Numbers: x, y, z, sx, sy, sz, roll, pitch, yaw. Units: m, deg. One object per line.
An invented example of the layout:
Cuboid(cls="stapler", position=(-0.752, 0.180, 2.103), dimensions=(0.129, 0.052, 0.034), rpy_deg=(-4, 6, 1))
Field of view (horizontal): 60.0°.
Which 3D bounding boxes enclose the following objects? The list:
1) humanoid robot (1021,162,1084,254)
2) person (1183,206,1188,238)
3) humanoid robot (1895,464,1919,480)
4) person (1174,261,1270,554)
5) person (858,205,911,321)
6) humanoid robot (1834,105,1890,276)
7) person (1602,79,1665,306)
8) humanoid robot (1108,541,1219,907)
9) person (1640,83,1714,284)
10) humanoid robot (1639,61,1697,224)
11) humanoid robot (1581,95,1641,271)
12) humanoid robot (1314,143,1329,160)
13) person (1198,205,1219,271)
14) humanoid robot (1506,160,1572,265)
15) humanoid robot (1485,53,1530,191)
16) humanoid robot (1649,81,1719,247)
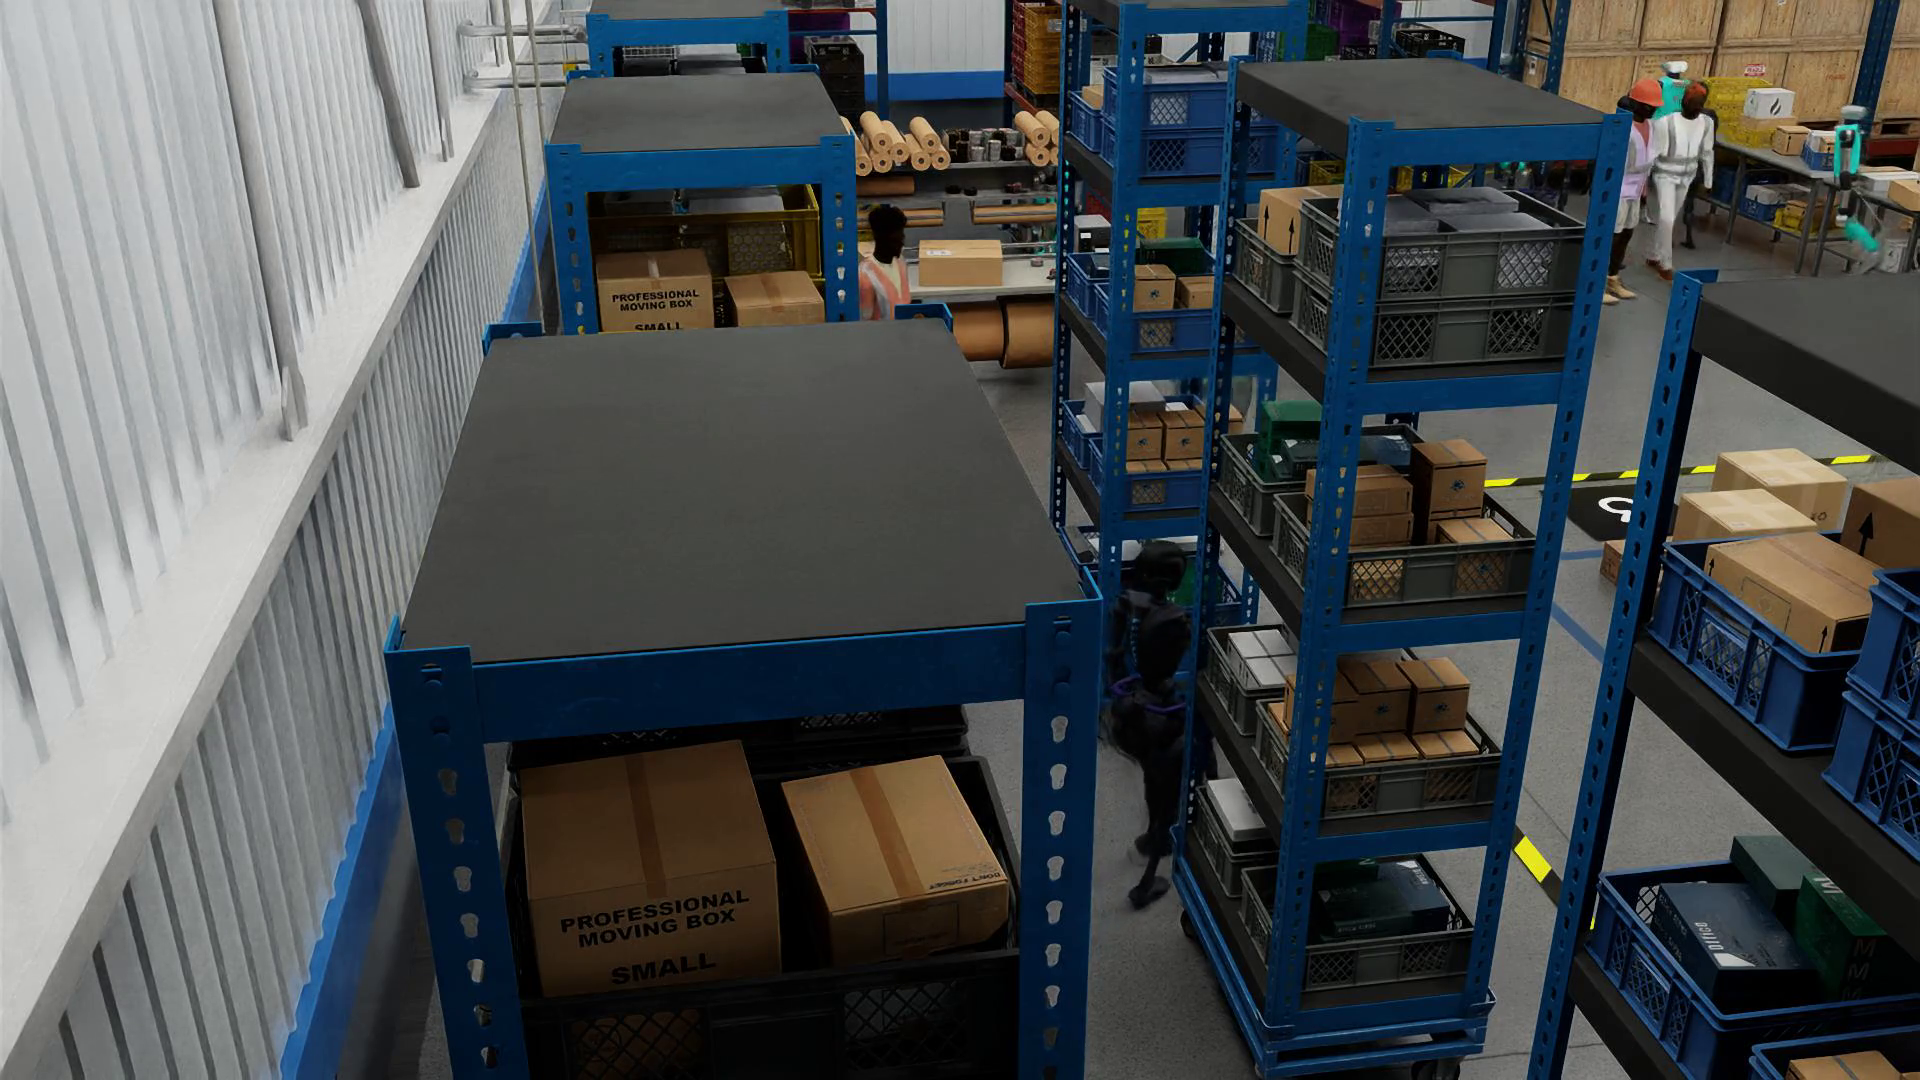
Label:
Cuboid(cls="humanoid robot", position=(0.710, -2.512, 14.035), dimensions=(0.541, 1.805, 0.808), rpy_deg=(-7, 26, -14))
Cuboid(cls="person", position=(2.391, -3.557, 16.158), dimensions=(0.589, 1.833, 0.404), rpy_deg=(7, 26, 14))
Cuboid(cls="humanoid robot", position=(6.431, -1.147, 10.873), dimensions=(0.736, 1.678, 0.533), rpy_deg=(-11, 27, -22))
Cuboid(cls="person", position=(1.634, -0.840, 10.291), dimensions=(0.597, 1.797, 0.966), rpy_deg=(-2, 25, -4))
Cuboid(cls="person", position=(-0.494, -1.240, 10.966), dimensions=(0.365, 1.961, 0.611), rpy_deg=(11, 27, 23))
Cuboid(cls="humanoid robot", position=(8.215, -2.972, 15.147), dimensions=(0.712, 1.902, 0.548), rpy_deg=(12, 27, 25))
Cuboid(cls="person", position=(6.026, -3.128, 14.998), dimensions=(0.609, 2.031, 0.403), rpy_deg=(-20, 31, -36))
Cuboid(cls="humanoid robot", position=(0.901, 0.748, 6.987), dimensions=(0.538, 1.638, 0.611), rpy_deg=(-19, 31, -35))
Cuboid(cls="person", position=(6.809, -3.366, 15.725), dimensions=(0.694, 1.848, 0.864), rpy_deg=(-5, 25, -11))
Cuboid(cls="humanoid robot", position=(7.352, -4.252, 17.736), dimensions=(0.535, 1.740, 0.714), rpy_deg=(-5, 25, -10))
Cuboid(cls="humanoid robot", position=(6.333, -3.468, 16.134), dimensions=(0.599, 1.657, 0.315), rpy_deg=(20, 31, 37))
Cuboid(cls="humanoid robot", position=(4.299, -4.641, 18.696), dimensions=(0.612, 1.632, 0.367), rpy_deg=(-1, 25, -2))
Cuboid(cls="person", position=(2.423, -3.387, 15.780), dimensions=(0.429, 1.840, 0.633), rpy_deg=(-10, 26, -20))
Cuboid(cls="humanoid robot", position=(5.260, -3.041, 15.244), dimensions=(0.603, 1.644, 0.602), rpy_deg=(4, 25, 9))
Cuboid(cls="humanoid robot", position=(5.944, -4.306, 17.946), dimensions=(0.808, 1.800, 0.531), rpy_deg=(17, 30, 33))
Cuboid(cls="humanoid robot", position=(7.377, -3.804, 16.896), dimensions=(0.599, 1.641, 0.435), rpy_deg=(-2, 25, -5))
